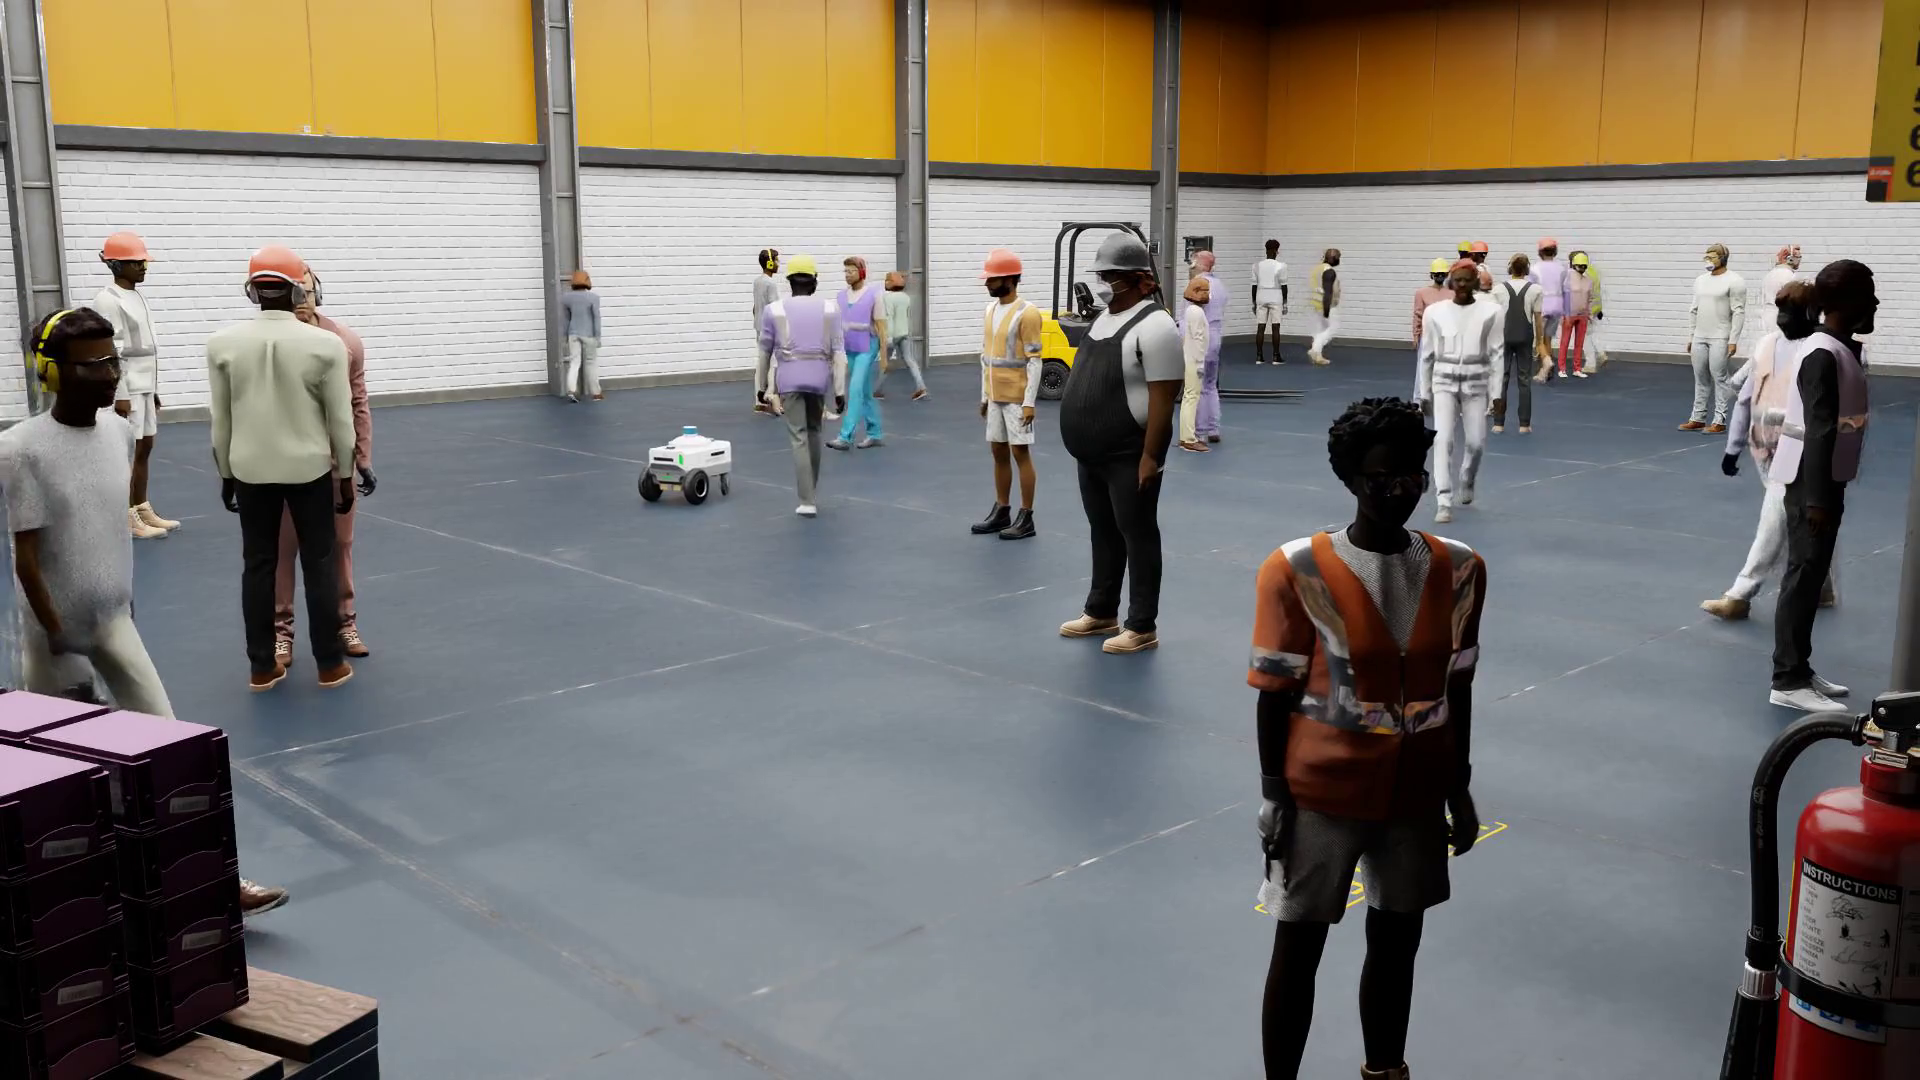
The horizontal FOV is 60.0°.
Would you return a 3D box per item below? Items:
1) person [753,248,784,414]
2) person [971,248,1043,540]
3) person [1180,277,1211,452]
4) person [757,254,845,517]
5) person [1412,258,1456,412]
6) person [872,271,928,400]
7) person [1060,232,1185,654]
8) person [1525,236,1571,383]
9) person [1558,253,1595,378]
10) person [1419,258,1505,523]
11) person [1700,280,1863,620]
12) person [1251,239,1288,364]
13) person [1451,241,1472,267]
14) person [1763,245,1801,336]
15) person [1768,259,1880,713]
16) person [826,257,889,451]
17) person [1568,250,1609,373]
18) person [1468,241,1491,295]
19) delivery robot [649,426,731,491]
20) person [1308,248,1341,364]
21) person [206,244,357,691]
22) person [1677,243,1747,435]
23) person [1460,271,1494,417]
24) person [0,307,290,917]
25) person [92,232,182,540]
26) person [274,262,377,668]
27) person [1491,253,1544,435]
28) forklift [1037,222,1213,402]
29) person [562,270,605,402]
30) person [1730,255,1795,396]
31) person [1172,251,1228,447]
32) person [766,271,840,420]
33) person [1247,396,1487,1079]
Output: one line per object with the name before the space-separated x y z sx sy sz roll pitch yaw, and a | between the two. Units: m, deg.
person | -2.179 -2.370 18.935 0.335 1.873 0.520 -6 12 -29
person | 0.307 -0.967 11.106 0.374 1.934 0.548 -7 13 -35
person | 2.228 -1.655 15.678 0.279 1.634 0.497 0 10 1
person | -1.184 -1.142 12.221 0.594 1.876 0.932 -4 11 -22
person | 5.342 -2.271 18.680 0.522 1.769 0.311 0 10 2
person | -0.750 -2.513 20.475 0.855 1.591 0.516 7 13 34
person | 0.750 -0.475 8.132 0.537 2.000 0.683 -5 12 -27
person | 8.002 -3.117 22.632 0.634 2.011 0.774 0 10 -1
person | 8.778 -3.186 23.671 0.522 1.768 0.312 -2 11 -11
person | 3.584 -1.079 11.915 0.584 1.870 0.651 3 11 16
person | 4.385 -0.477 8.838 0.983 1.790 0.648 -3 11 -18
person | 4.877 -3.741 26.167 0.604 1.959 0.379 6 12 30
person | 8.358 -4.006 27.695 0.360 1.930 0.587 -2 11 -10
person | 9.810 -2.550 19.816 0.402 1.906 0.651 1 10 3
person | 3.689 -0.232 7.140 0.392 1.922 0.591 6 12 30
person | -1.036 -1.730 15.586 0.880 1.807 0.600 -10 14 -43
person | 9.194 -3.359 24.518 0.523 1.802 0.655 9 14 40
person | 7.622 -3.434 24.551 0.357 1.936 0.551 5 11 25
delivery robot | -2.068 -0.631 12.785 0.477 0.478 0.707 5 12 26
person | 5.719 -3.642 26.002 0.437 1.819 0.719 0 10 1
person | -3.000 -0.313 7.424 0.609 1.987 0.411 -2 11 -11
person | 7.687 -2.047 16.983 0.357 1.938 0.638 -4 11 -22
person | 5.815 -2.176 18.547 0.515 1.630 0.322 -4 11 -20
person | -2.425 0.260 4.742 0.975 1.812 0.498 3 11 18
person | -5.505 -1.025 11.126 0.372 2.042 0.615 -1 10 -7
person | -3.091 -0.357 7.864 0.653 1.904 0.405 -7 13 -34
person | 5.651 -1.992 16.940 0.517 1.843 0.325 3 11 17
forklift | 1.935 -2.847 20.651 2.313 2.155 1.214 2 11 13
person | -4.592 -2.475 20.215 0.514 1.613 0.684 2 11 11
person | 10.067 -2.669 20.617 0.934 1.848 0.579 9 14 41
person | 2.301 -1.830 16.018 0.403 1.876 0.715 8 13 38
person | -1.738 -2.130 18.175 0.689 1.671 0.544 -4 11 -22
person | 0.861 0.540 3.539 0.532 1.696 0.319 -2 11 -13
